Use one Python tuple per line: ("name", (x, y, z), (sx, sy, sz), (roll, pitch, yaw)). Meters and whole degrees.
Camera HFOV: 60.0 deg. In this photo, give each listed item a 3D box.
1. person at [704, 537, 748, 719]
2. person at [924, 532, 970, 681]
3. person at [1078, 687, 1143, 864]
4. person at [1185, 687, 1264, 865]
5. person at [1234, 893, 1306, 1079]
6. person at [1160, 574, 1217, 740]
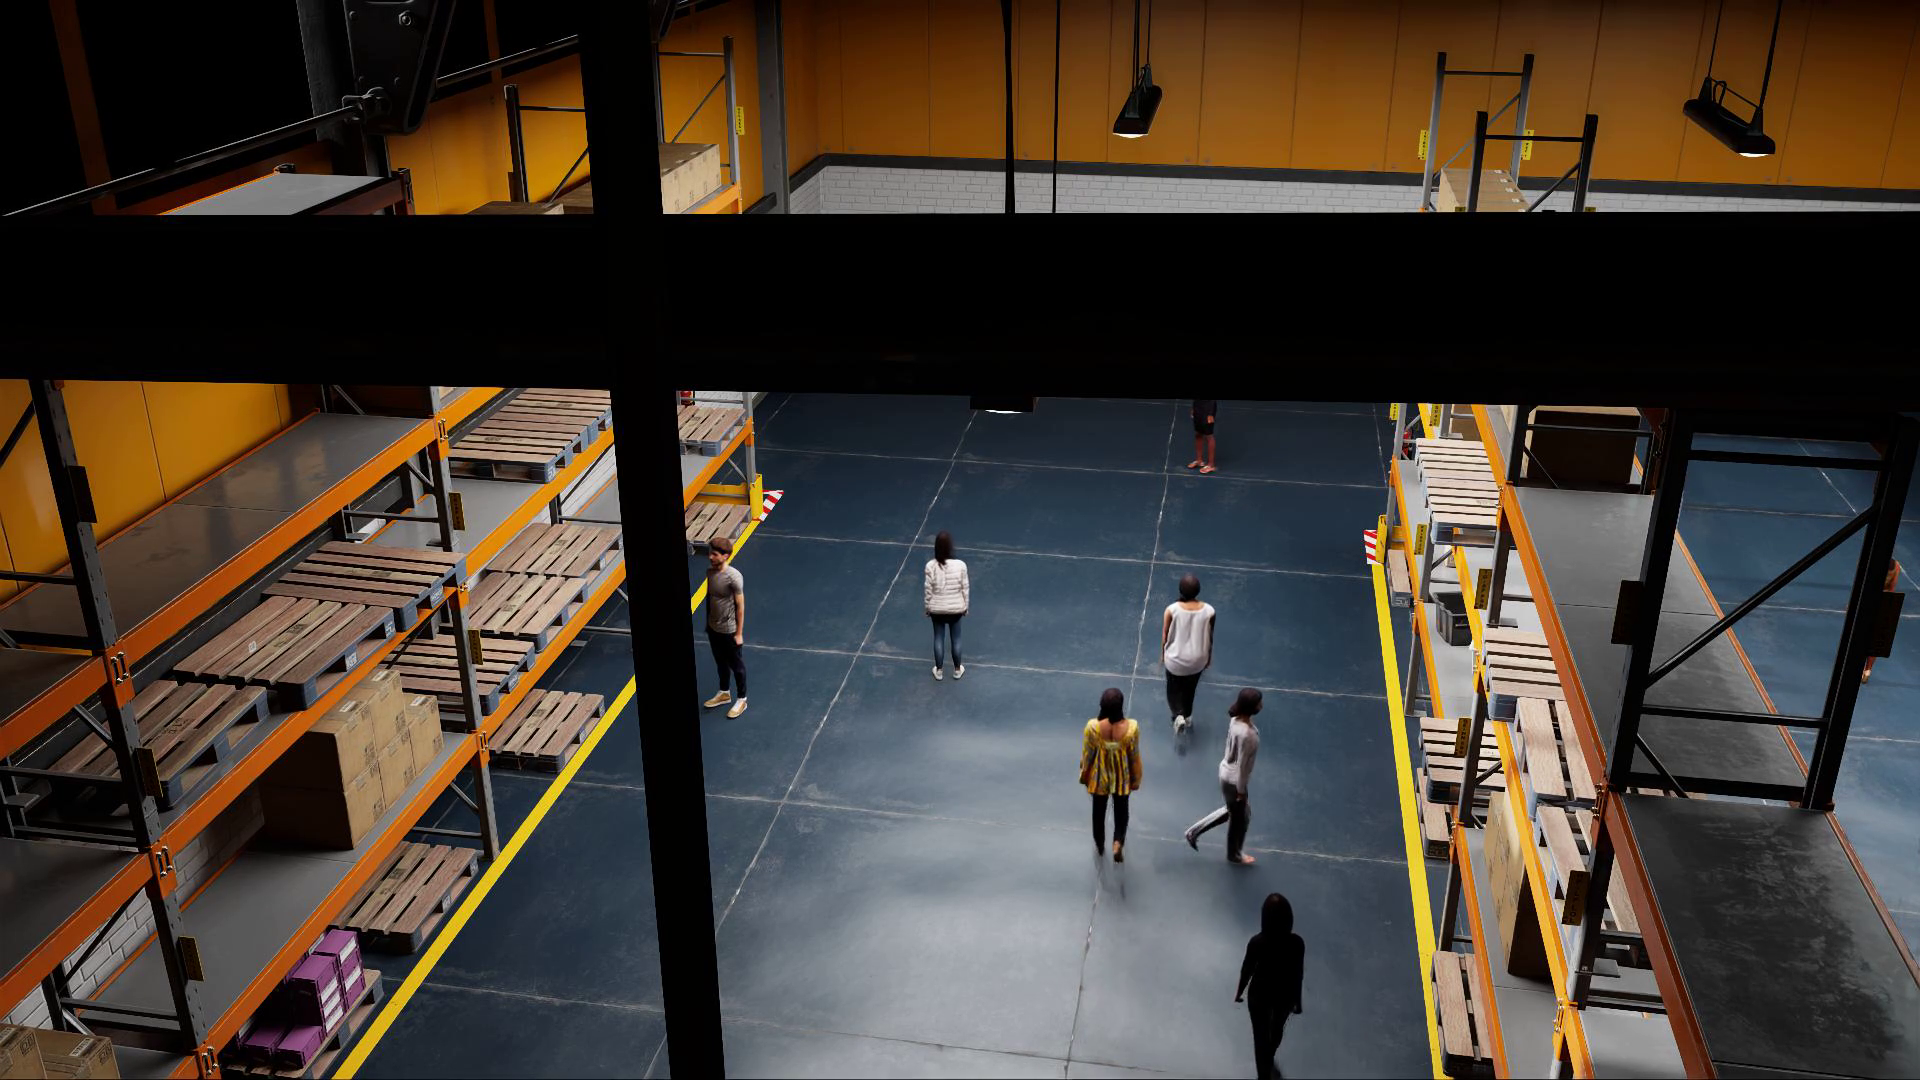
("person", (-2.346, 0.850, 16.626), (0.739, 1.895, 0.732), (18, 29, 35))
("person", (-0.139, 0.687, 17.322), (0.650, 1.636, 0.602), (0, 24, 0))
("person", (1.290, 2.058, 14.183), (0.742, 1.638, 0.877), (1, 24, 3))
("person", (2.256, 2.032, 14.103), (0.707, 1.750, 0.785), (2, 24, 4))
("person", (2.166, 3.225, 11.539), (0.720, 1.617, 0.967), (0, 24, -1))
("person", (2.196, 1.149, 16.222), (0.791, 1.670, 0.992), (-1, 24, -3))
